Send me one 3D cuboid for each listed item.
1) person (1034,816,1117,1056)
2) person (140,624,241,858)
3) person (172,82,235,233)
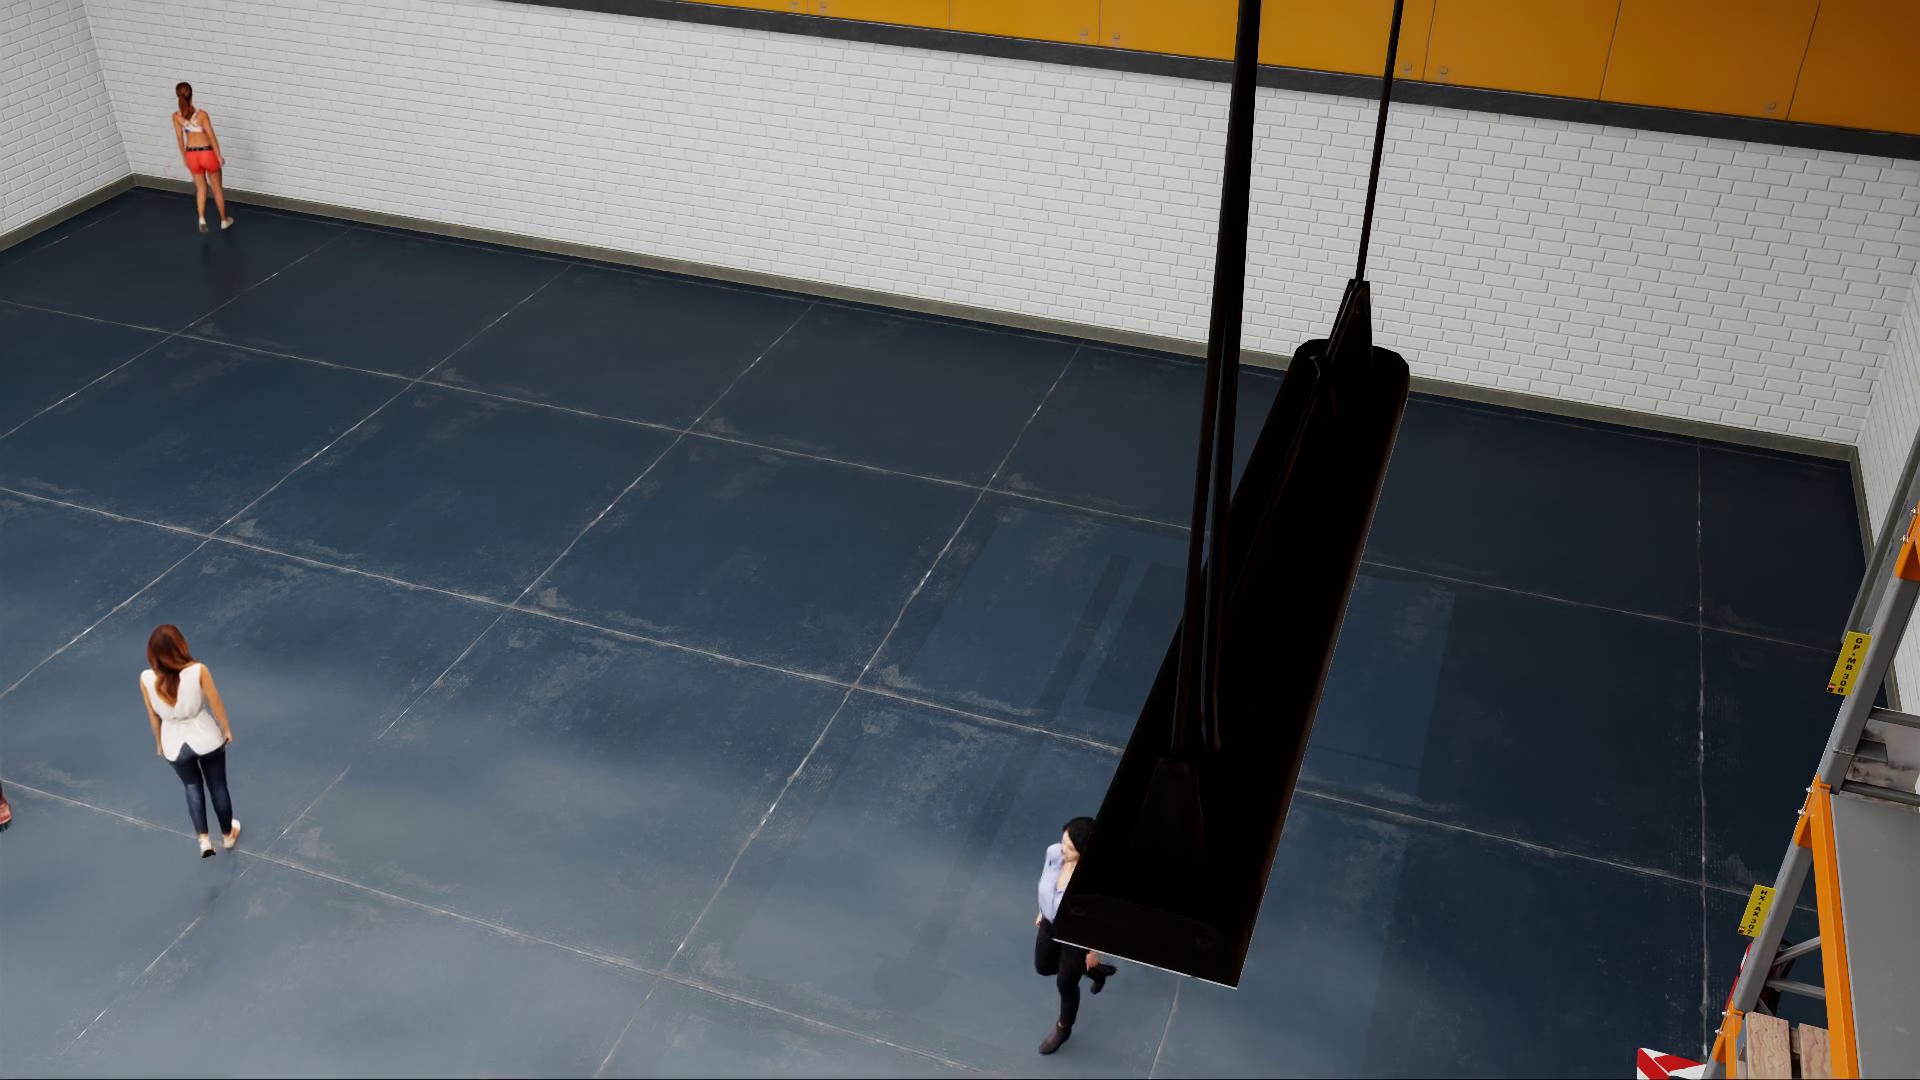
[{"bbox_3d":[0.682,2.174,9.341,0.982,1.733,0.886,-24,41,-32],"label":"person"},{"bbox_3d":[-4.881,1.343,10.554,0.813,1.774,0.891,-8,35,-12],"label":"person"},{"bbox_3d":[-8.729,-4.350,19.114,0.819,1.778,1.005,-2,34,-3],"label":"person"}]
